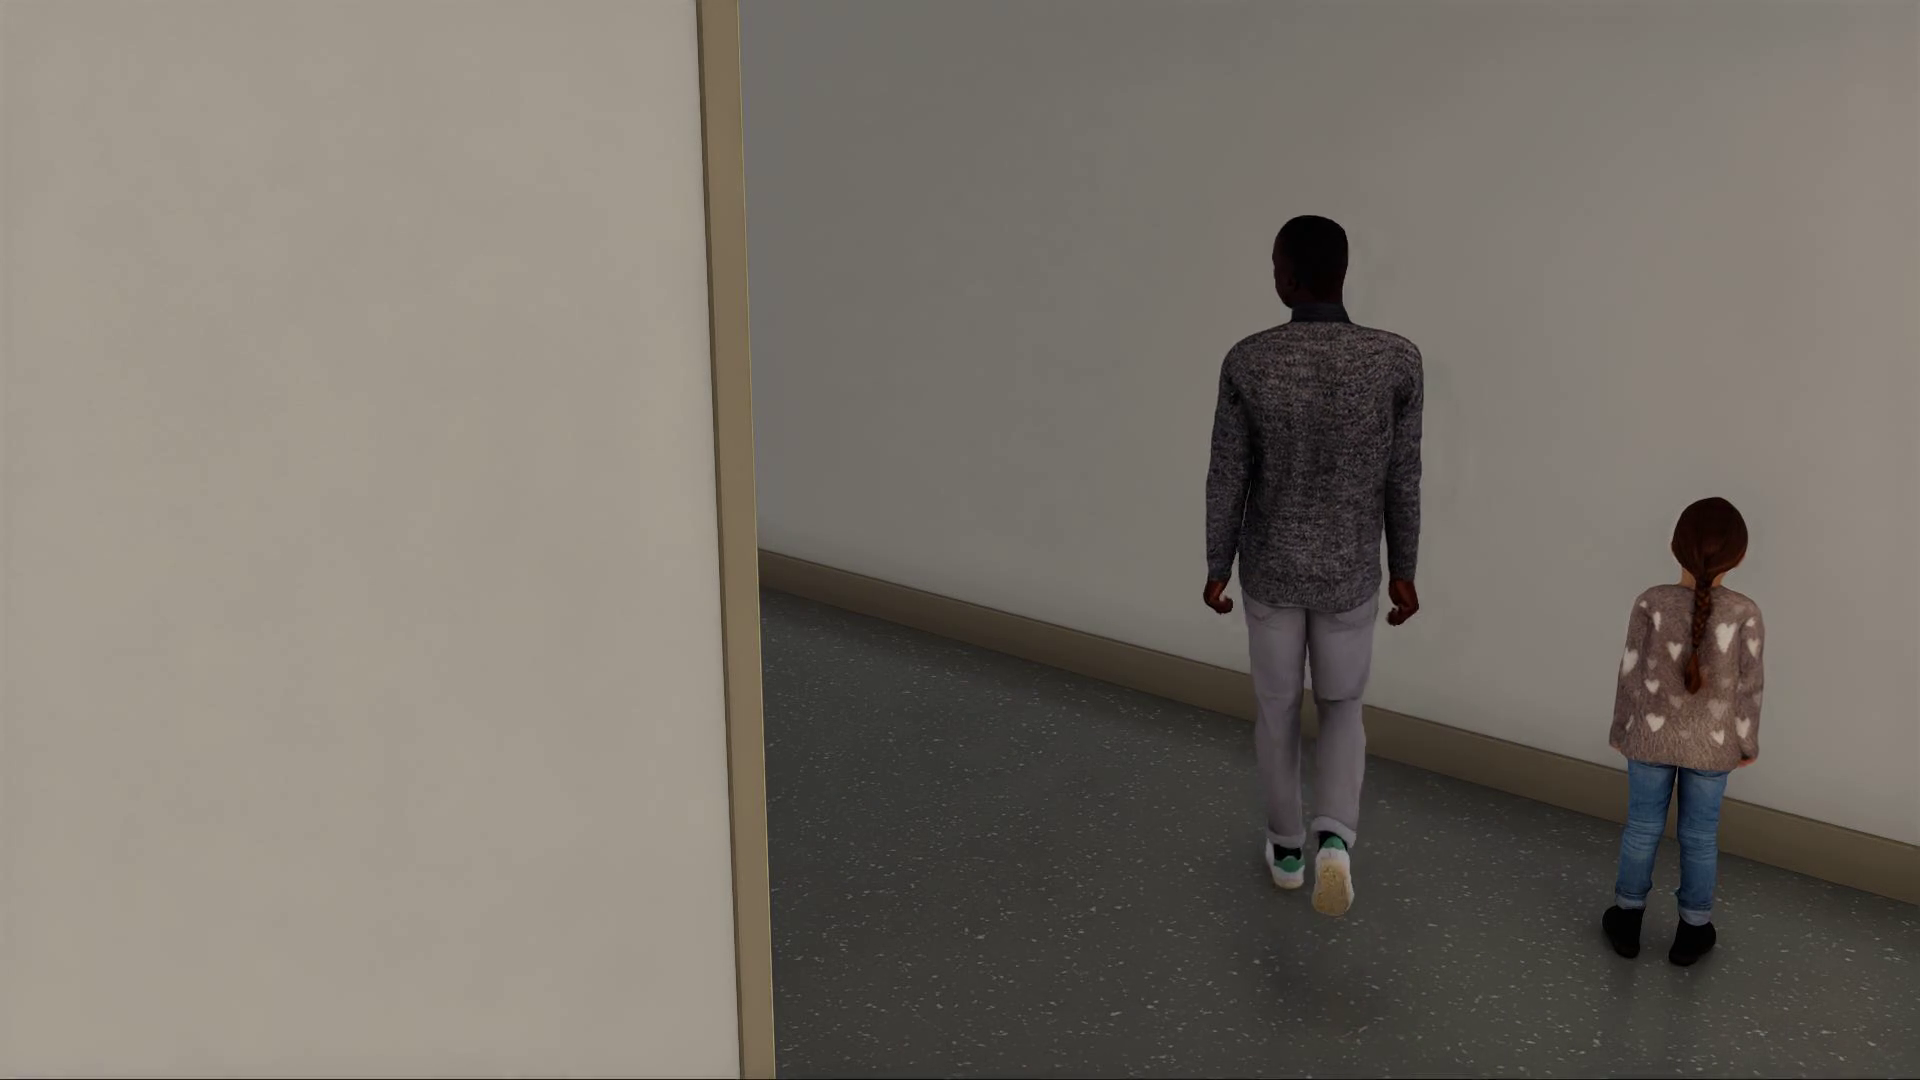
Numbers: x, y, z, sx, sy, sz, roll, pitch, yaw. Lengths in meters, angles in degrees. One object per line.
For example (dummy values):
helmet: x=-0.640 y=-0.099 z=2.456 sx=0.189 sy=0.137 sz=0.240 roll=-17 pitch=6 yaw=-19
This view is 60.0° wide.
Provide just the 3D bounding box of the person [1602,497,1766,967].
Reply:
person: x=1.777 y=0.472 z=4.095 sx=0.539 sy=1.194 sz=0.539 roll=7 pitch=17 yaw=22

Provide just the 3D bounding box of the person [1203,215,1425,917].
person: x=0.889 y=0.124 z=4.194 sx=0.958 sy=1.810 sz=1.057 roll=2 pitch=16 yaw=9
